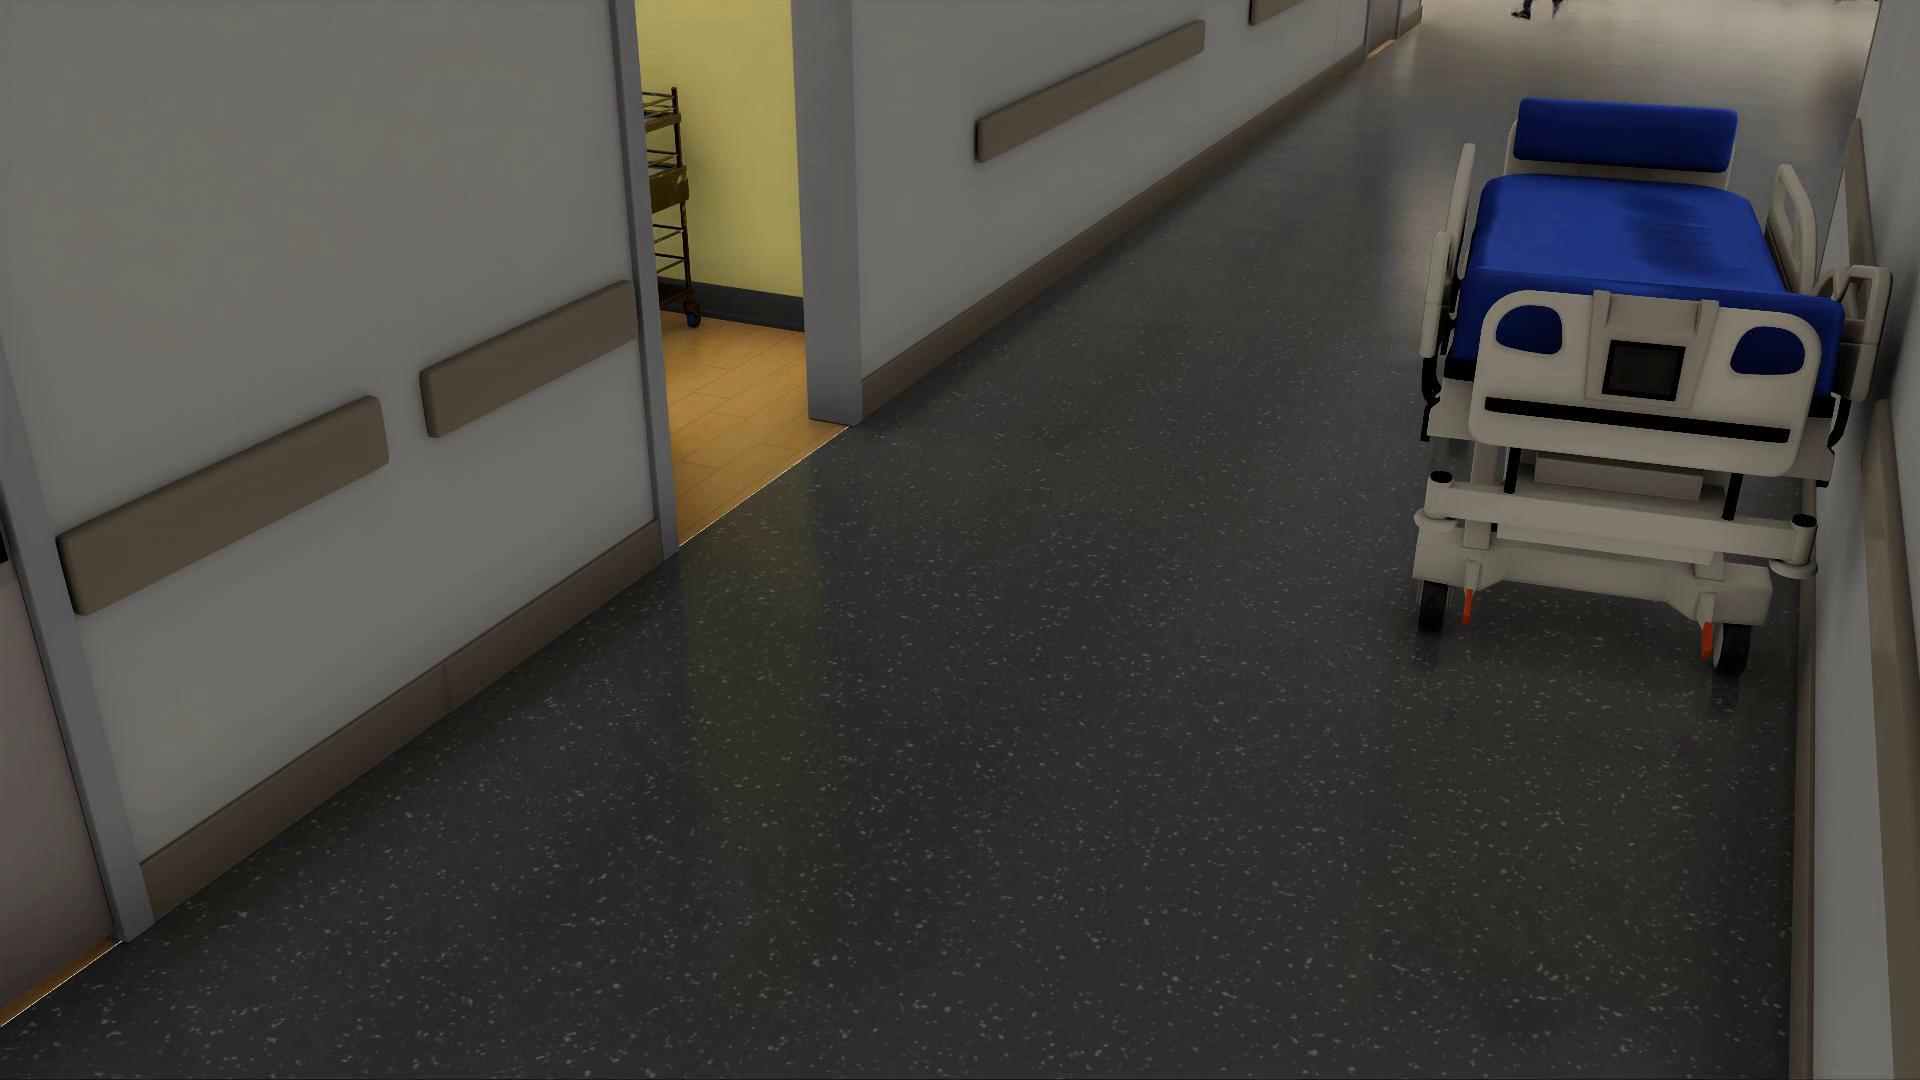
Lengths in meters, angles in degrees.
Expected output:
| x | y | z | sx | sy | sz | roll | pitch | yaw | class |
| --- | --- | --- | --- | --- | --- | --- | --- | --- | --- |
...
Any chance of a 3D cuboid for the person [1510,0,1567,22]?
| x | y | z | sx | sy | sz | roll | pitch | yaw | class |
| --- | --- | --- | --- | --- | --- | --- | --- | --- | --- |
| 5.617 | -5.578 | 15.908 | 0.810 | 1.211 | 0.661 | 23 | 34 | 39 | person |
